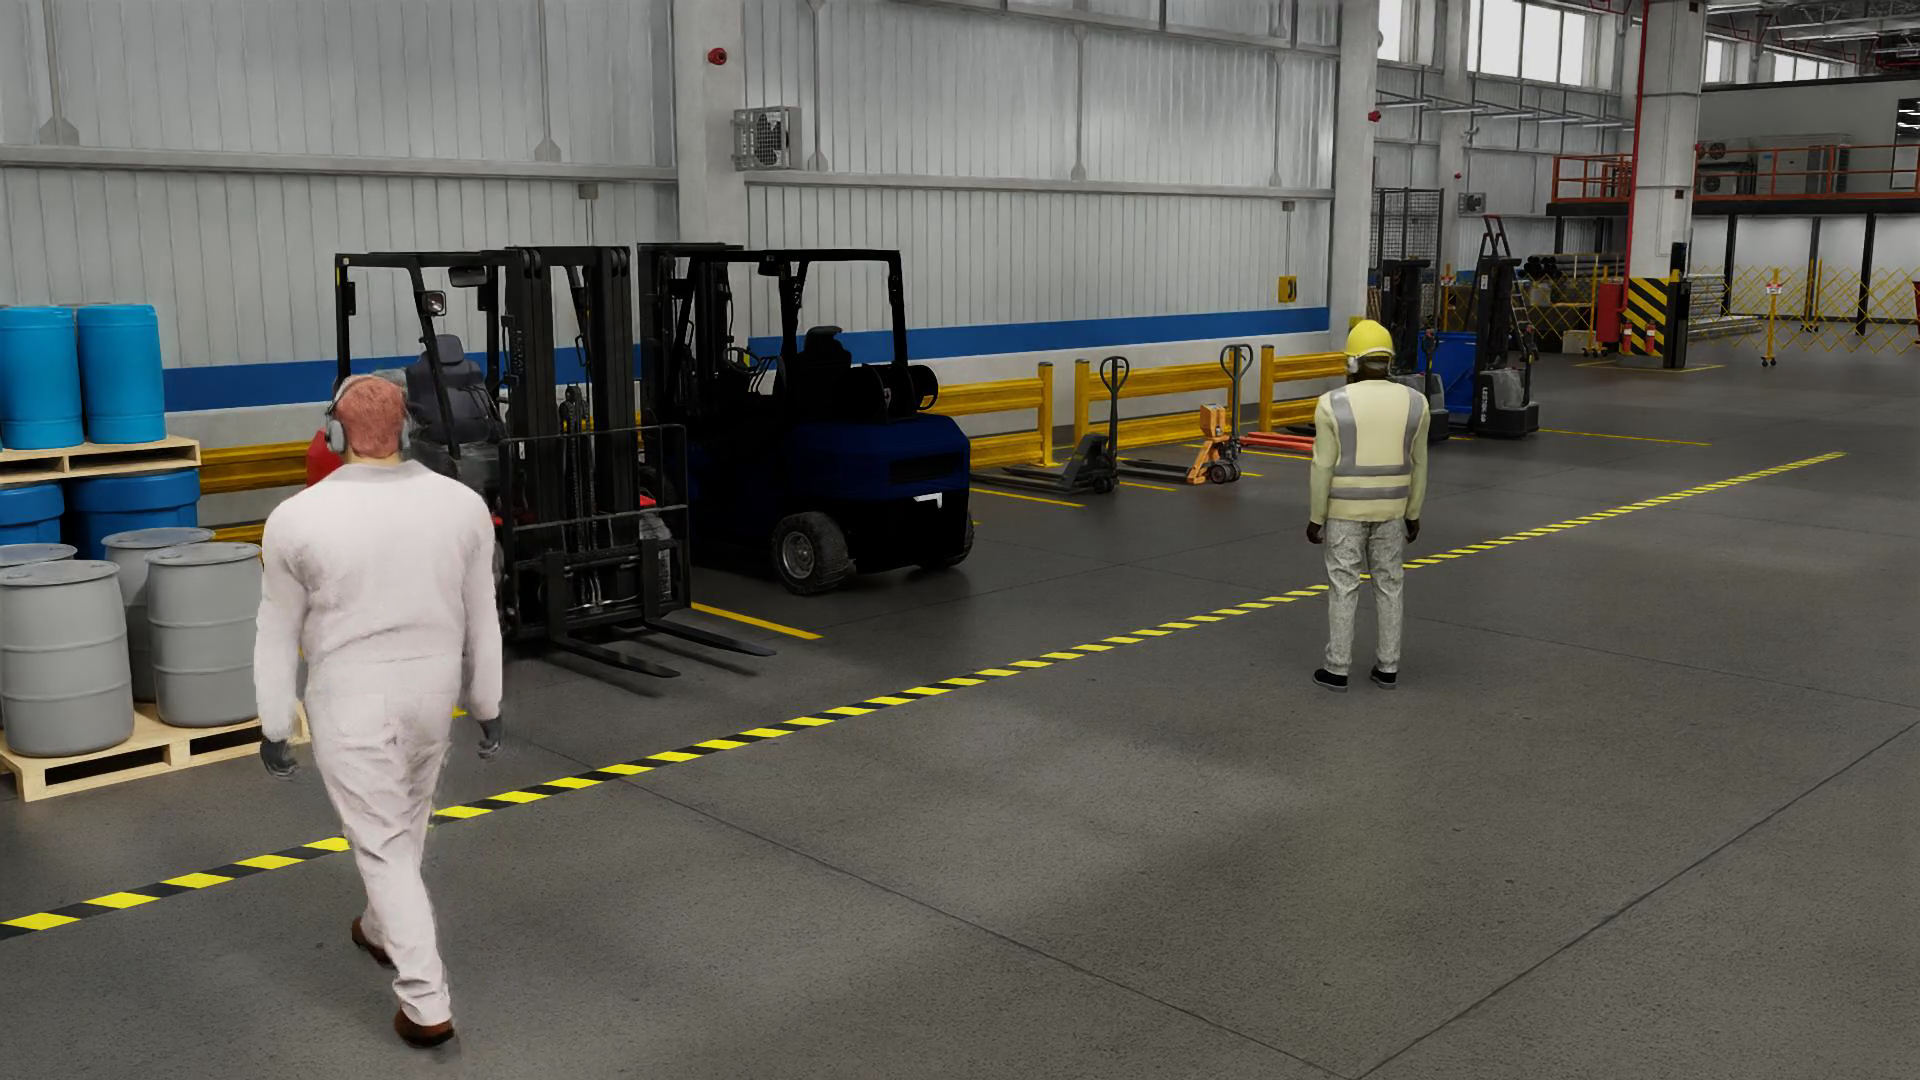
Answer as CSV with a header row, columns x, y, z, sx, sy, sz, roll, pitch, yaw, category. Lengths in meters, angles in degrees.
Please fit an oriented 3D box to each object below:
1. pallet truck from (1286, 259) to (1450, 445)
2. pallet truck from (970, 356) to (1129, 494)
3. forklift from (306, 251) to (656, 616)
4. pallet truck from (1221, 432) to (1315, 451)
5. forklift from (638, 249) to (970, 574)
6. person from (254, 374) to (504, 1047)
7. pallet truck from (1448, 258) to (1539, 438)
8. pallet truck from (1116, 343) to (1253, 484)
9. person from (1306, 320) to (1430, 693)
x,y,z,sx,sy,sz,roll,pitch,yaw,category
4.493,-2.078,18.196,0.823,1.965,1.885,-9,14,-40,pallet truck
0.784,-1.085,14.876,0.680,1.201,1.601,-10,14,-44,pallet truck
-2.833,-0.669,9.694,1.157,1.987,2.680,-10,14,-44,forklift
3.563,-1.581,17.381,0.653,1.274,1.630,-10,14,-44,pallet truck
-1.173,-0.958,11.239,2.680,1.987,1.157,10,14,43,forklift
-1.662,0.457,4.771,0.659,1.860,0.980,-9,14,-40,person
5.704,-2.208,18.901,1.885,1.965,0.823,10,14,43,pallet truck
1.962,-1.215,15.415,1.522,1.261,0.704,10,14,43,pallet truck
1.986,-0.157,8.174,0.600,1.829,0.404,-2,11,-9,person
